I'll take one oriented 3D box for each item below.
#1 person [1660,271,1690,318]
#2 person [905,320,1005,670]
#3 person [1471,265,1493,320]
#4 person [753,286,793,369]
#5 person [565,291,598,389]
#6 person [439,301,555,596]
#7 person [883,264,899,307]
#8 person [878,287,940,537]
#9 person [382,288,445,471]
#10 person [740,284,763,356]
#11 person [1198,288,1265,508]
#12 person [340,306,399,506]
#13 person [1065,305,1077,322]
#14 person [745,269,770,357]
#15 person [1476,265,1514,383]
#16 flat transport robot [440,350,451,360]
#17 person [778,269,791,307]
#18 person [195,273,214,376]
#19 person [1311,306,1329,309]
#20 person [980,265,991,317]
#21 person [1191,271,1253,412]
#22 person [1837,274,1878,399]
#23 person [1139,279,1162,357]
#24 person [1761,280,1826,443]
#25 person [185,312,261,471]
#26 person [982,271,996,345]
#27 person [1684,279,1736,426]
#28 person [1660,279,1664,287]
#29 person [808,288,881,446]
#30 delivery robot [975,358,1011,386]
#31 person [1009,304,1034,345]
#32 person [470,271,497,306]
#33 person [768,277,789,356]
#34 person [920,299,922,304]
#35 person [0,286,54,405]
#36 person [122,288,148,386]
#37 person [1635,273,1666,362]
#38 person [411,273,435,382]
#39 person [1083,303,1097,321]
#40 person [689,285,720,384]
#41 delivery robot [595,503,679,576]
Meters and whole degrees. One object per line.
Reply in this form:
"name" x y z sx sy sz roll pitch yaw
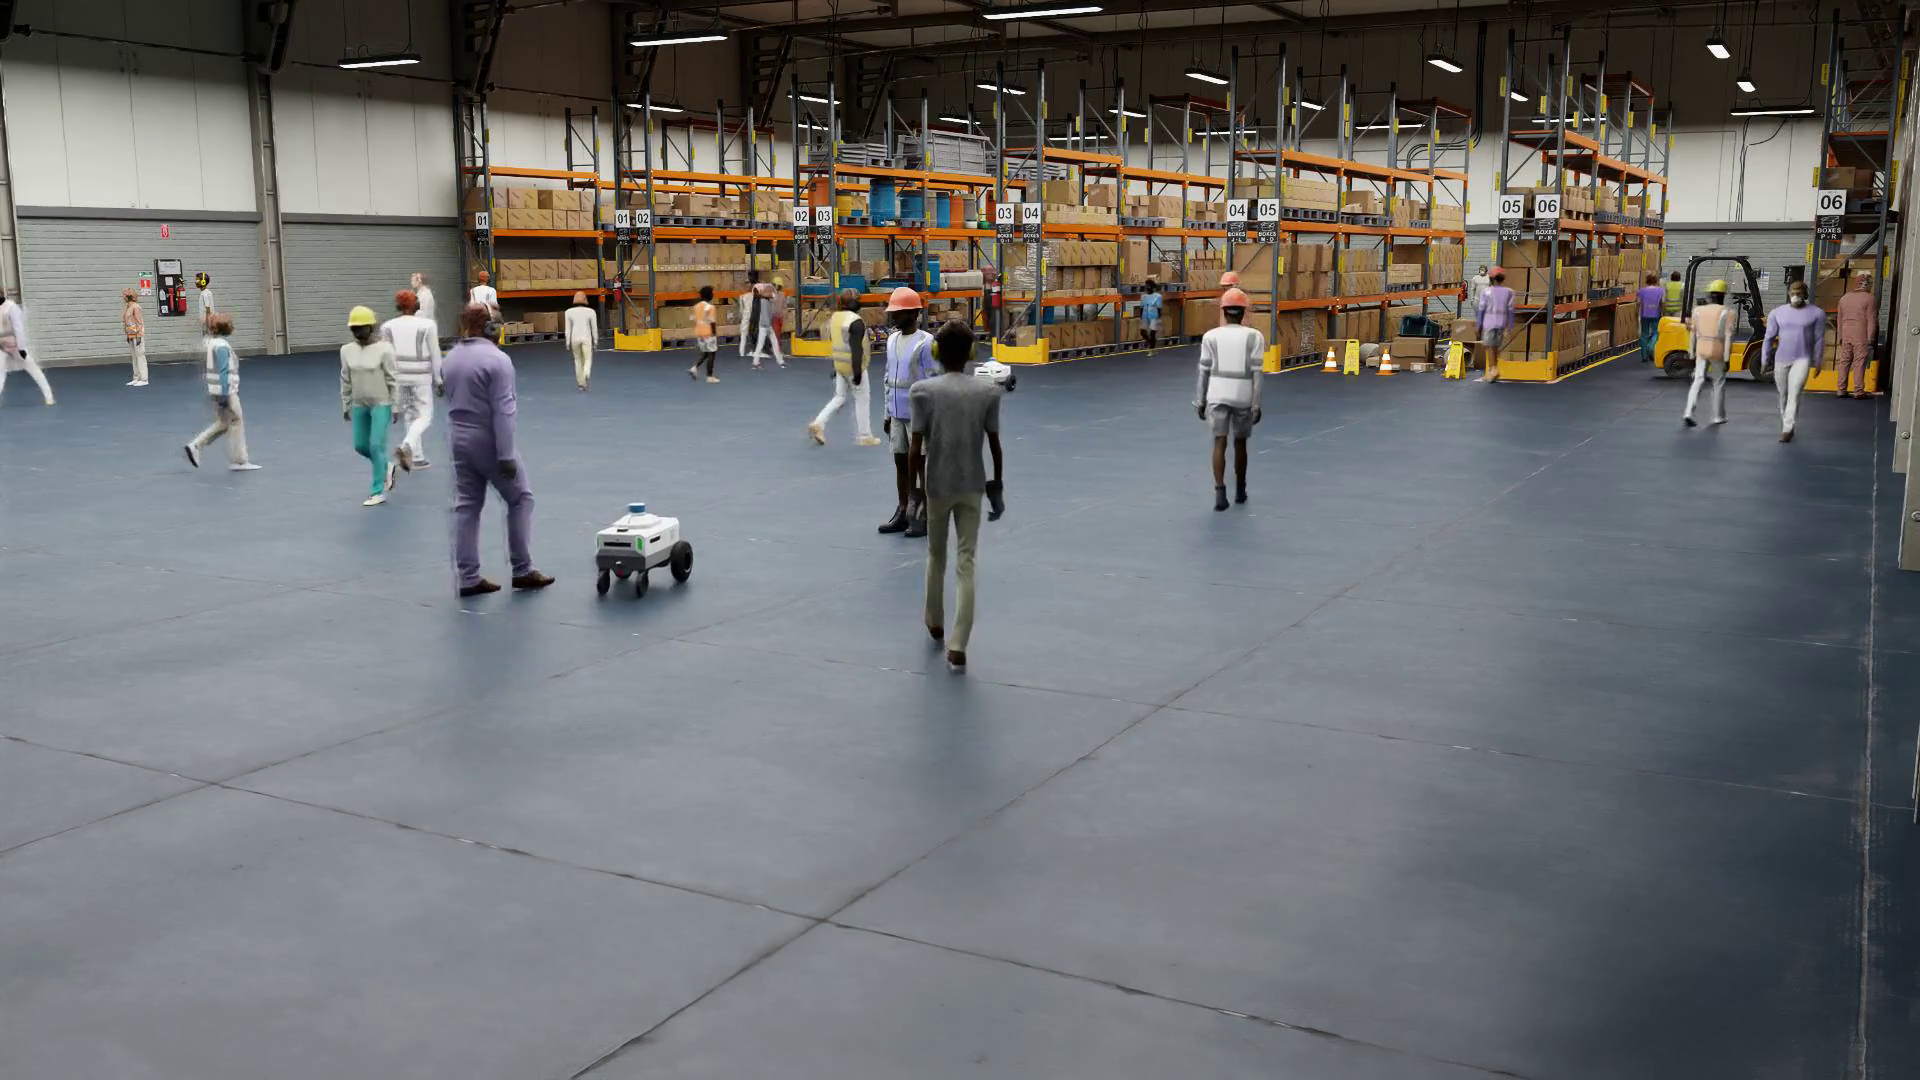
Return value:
"person" 16.674 -5.351 38.828 0.655 1.808 0.884 5 11 27
"person" -0.031 -0.269 9.013 0.551 1.826 0.948 -1 10 -3
"person" 14.478 -6.657 46.113 0.635 1.937 0.352 5 11 28
"person" -3.620 -4.058 31.881 0.803 1.598 0.513 2 10 12
"person" -6.152 -3.231 27.014 0.506 1.616 0.631 -1 10 -5
"person" -2.975 -0.594 10.759 0.680 1.880 0.756 7 12 36
"person" -1.755 -6.565 45.494 0.617 1.963 0.779 4 11 23
"person" -0.412 -0.988 12.925 0.371 1.935 0.551 -9 14 -44
"person" -5.534 -1.598 16.741 0.586 1.861 0.772 1 10 8
"person" -4.540 -4.804 36.299 0.539 1.583 0.740 1 10 8
"person" 2.353 -1.218 14.456 0.562 1.913 0.842 2 10 14
"person" -5.162 -1.196 14.692 0.536 1.747 0.597 2 10 11
"person" 3.135 -6.450 45.009 0.660 1.892 0.975 5 11 29
"person" -4.411 -4.853 35.691 0.724 1.885 0.619 0 10 0
"person" 9.185 -3.698 28.566 0.620 2.039 0.714 -1 10 -7
"flat transport robot" -10.227 -3.769 34.079 1.431 0.197 0.652 5 11 28
"person" -5.075 -6.749 46.984 0.609 1.812 0.598 4 11 23
"person" -13.744 -3.923 30.297 0.327 1.876 0.516 -4 11 -24
"person" 8.631 -5.577 40.011 0.516 1.865 0.325 5 11 28
"person" 0.797 -6.705 46.433 0.565 1.935 0.449 7 12 37
"person" 3.684 -2.733 23.069 0.995 1.950 0.638 -4 10 -22
"person" 13.696 -3.094 25.360 0.399 1.905 0.643 -3 10 -20
"person" 4.115 -4.792 35.942 0.536 1.685 0.382 6 12 33
"person" 9.888 -2.131 19.748 0.645 1.902 0.991 7 12 35
"person" -7.486 -1.490 16.789 0.612 1.619 0.523 -7 12 -35
"person" 0.797 -5.680 40.756 0.518 1.828 0.701 6 11 30
"person" 9.644 -2.404 21.385 0.988 1.884 0.600 -9 13 -41
"person" 18.312 -6.209 43.539 0.826 1.932 0.646 9 14 44
"person" -1.318 -1.963 19.000 0.804 1.819 0.631 -6 11 -32
"delivery robot" 0.525 -2.669 26.536 0.477 0.478 0.707 5 11 28
"person" 1.468 -5.534 39.891 0.596 1.818 0.457 6 11 32
"person" -9.178 -4.253 32.194 0.587 1.883 0.341 3 10 19
"person" -4.068 -4.895 36.401 0.528 1.727 0.729 -9 13 -41
"person" -1.360 -7.726 52.233 0.611 1.987 1.052 5 11 26
"person" -13.673 -2.797 24.052 0.668 1.776 1.050 5 11 25
"person" -13.853 -3.399 27.922 0.314 1.637 0.514 -9 13 -42
"person" 14.190 -4.565 34.177 0.607 1.827 0.502 5 11 26
"person" -9.389 -3.652 28.725 0.919 1.870 0.651 -6 11 -32
"person" 3.181 -5.727 41.296 0.483 1.732 0.350 5 11 28
"person" -4.337 -3.487 28.294 0.431 1.679 0.543 -9 13 -41
"delivery robot" -2.110 0.000 10.908 0.477 0.478 0.707 2 10 11
